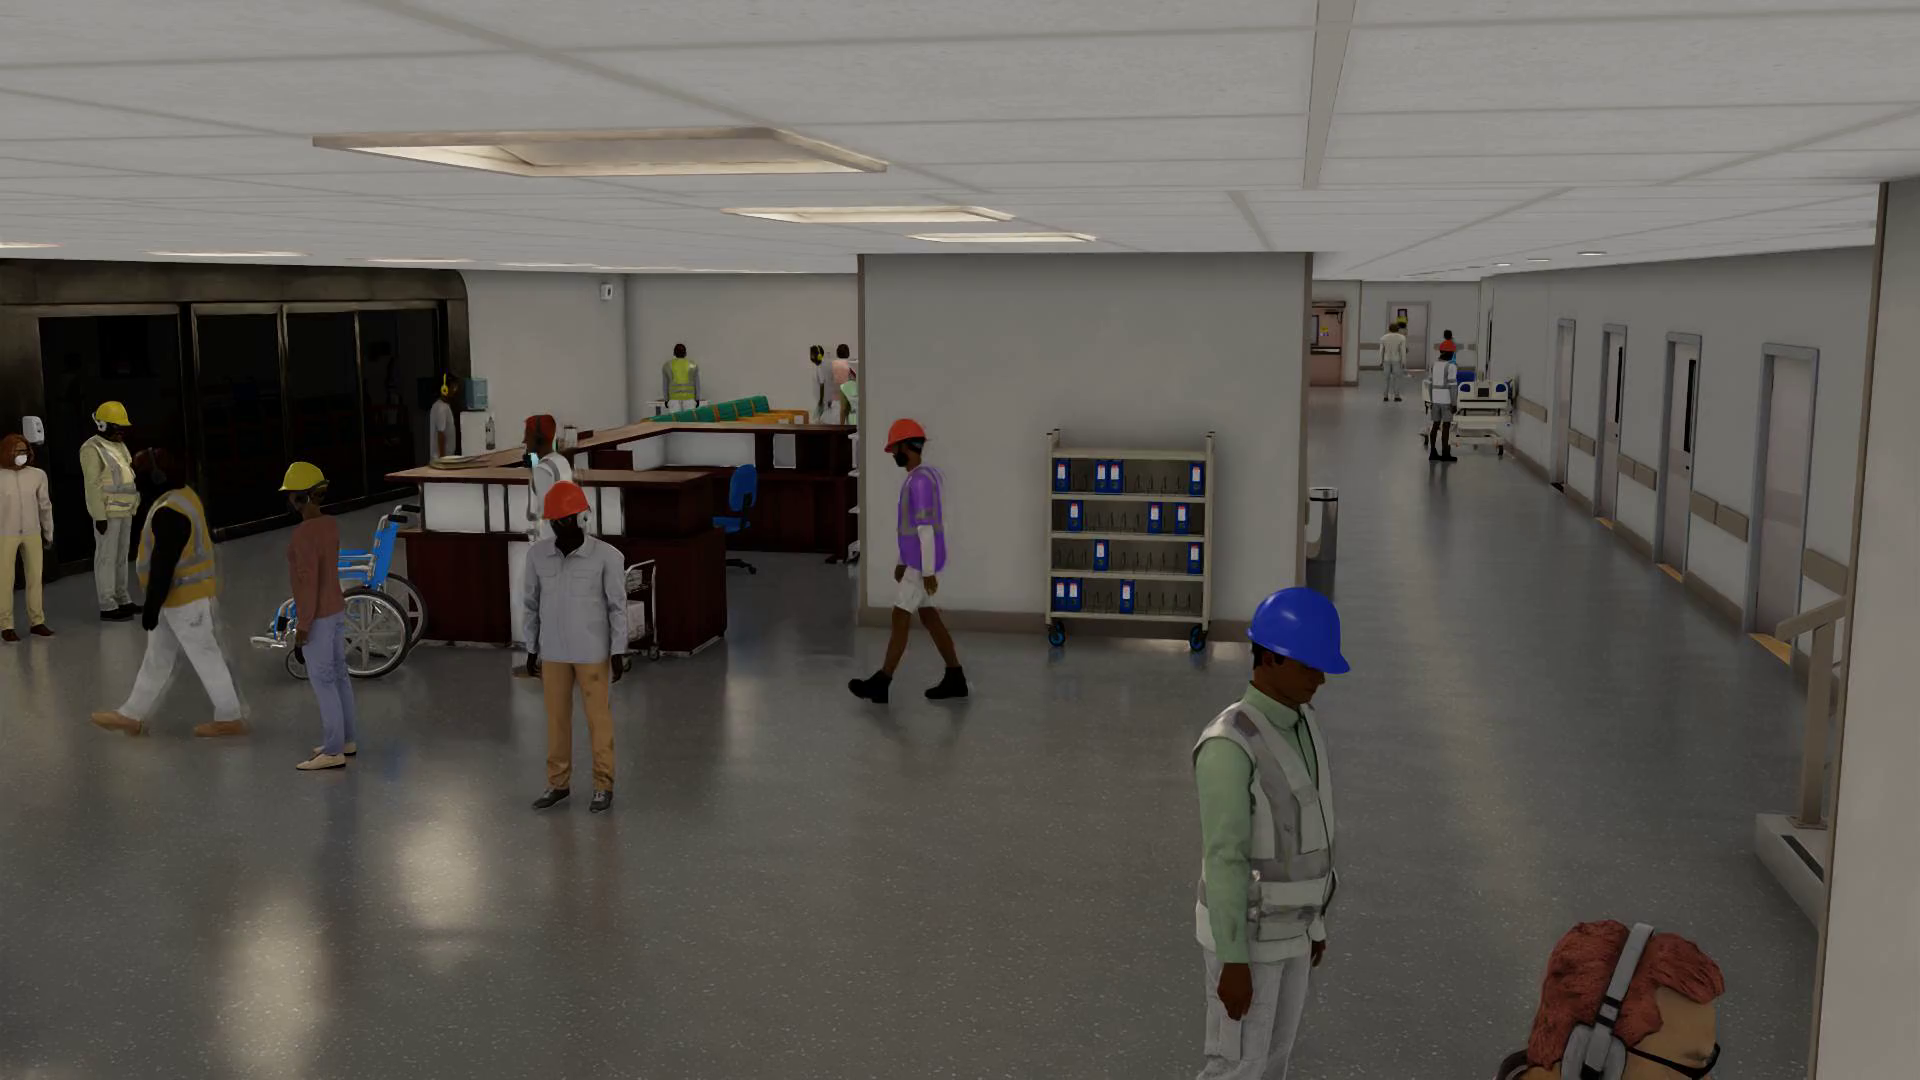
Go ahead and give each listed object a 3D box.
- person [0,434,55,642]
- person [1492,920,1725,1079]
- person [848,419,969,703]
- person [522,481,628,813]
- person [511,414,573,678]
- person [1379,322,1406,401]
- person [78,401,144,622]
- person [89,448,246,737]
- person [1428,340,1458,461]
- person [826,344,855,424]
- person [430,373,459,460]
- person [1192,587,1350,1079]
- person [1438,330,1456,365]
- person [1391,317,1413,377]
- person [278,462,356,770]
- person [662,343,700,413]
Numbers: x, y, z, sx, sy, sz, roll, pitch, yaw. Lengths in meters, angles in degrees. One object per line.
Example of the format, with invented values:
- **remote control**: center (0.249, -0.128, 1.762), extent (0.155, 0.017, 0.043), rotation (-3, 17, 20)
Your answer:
- **person**: center (-7.357, -0.022, 13.015), extent (0.286, 1.627, 0.505), rotation (6, 11, 37)
- **person**: center (0.867, 1.450, 2.327), extent (0.406, 1.902, 0.636), rotation (3, 9, 16)
- **person**: center (-0.314, 0.146, 11.049), extent (0.814, 1.875, 0.620), rotation (0, 9, 0)
- **person**: center (-2.028, 0.561, 8.706), extent (0.573, 1.748, 0.342), rotation (2, 9, 11)
- **person**: center (-2.972, 0.043, 11.747), extent (0.571, 1.866, 0.592), rotation (1, 9, 7)
- **person**: center (10.605, -4.364, 40.778), extent (0.635, 1.937, 0.355), rotation (4, 10, 27)
- **person**: center (-7.019, -0.242, 13.812), extent (0.403, 1.822, 0.589), rotation (0, 9, -3)
- **person**: center (-4.815, 0.345, 10.015), extent (0.924, 1.795, 0.631), rotation (-3, 9, -21)
- **person**: center (7.745, -2.223, 26.577), extent (0.362, 1.935, 0.553), rotation (-5, 10, -29)
- **person**: center (-1.922, -2.334, 27.629), extent (0.627, 1.845, 0.429), rotation (2, 9, 10)
- **person**: center (-5.491, -0.863, 17.861), extent (0.418, 1.855, 0.511), rotation (-4, 9, -23)
- **person**: center (0.864, 1.083, 4.639), extent (0.402, 1.937, 0.604), rotation (5, 10, 32)
- **person**: center (12.735, -4.664, 43.618), extent (0.570, 1.674, 0.548), rotation (8, 12, 44)
- **person**: center (13.820, -6.082, 52.322), extent (0.904, 1.898, 0.588), rotation (5, 10, 30)
- **person**: center (-3.698, 0.432, 9.527), extent (0.328, 1.767, 0.532), rotation (0, 9, -3)
- **person**: center (-4.663, -2.371, 27.871), extent (0.627, 1.845, 0.429), rotation (-1, 9, -9)
